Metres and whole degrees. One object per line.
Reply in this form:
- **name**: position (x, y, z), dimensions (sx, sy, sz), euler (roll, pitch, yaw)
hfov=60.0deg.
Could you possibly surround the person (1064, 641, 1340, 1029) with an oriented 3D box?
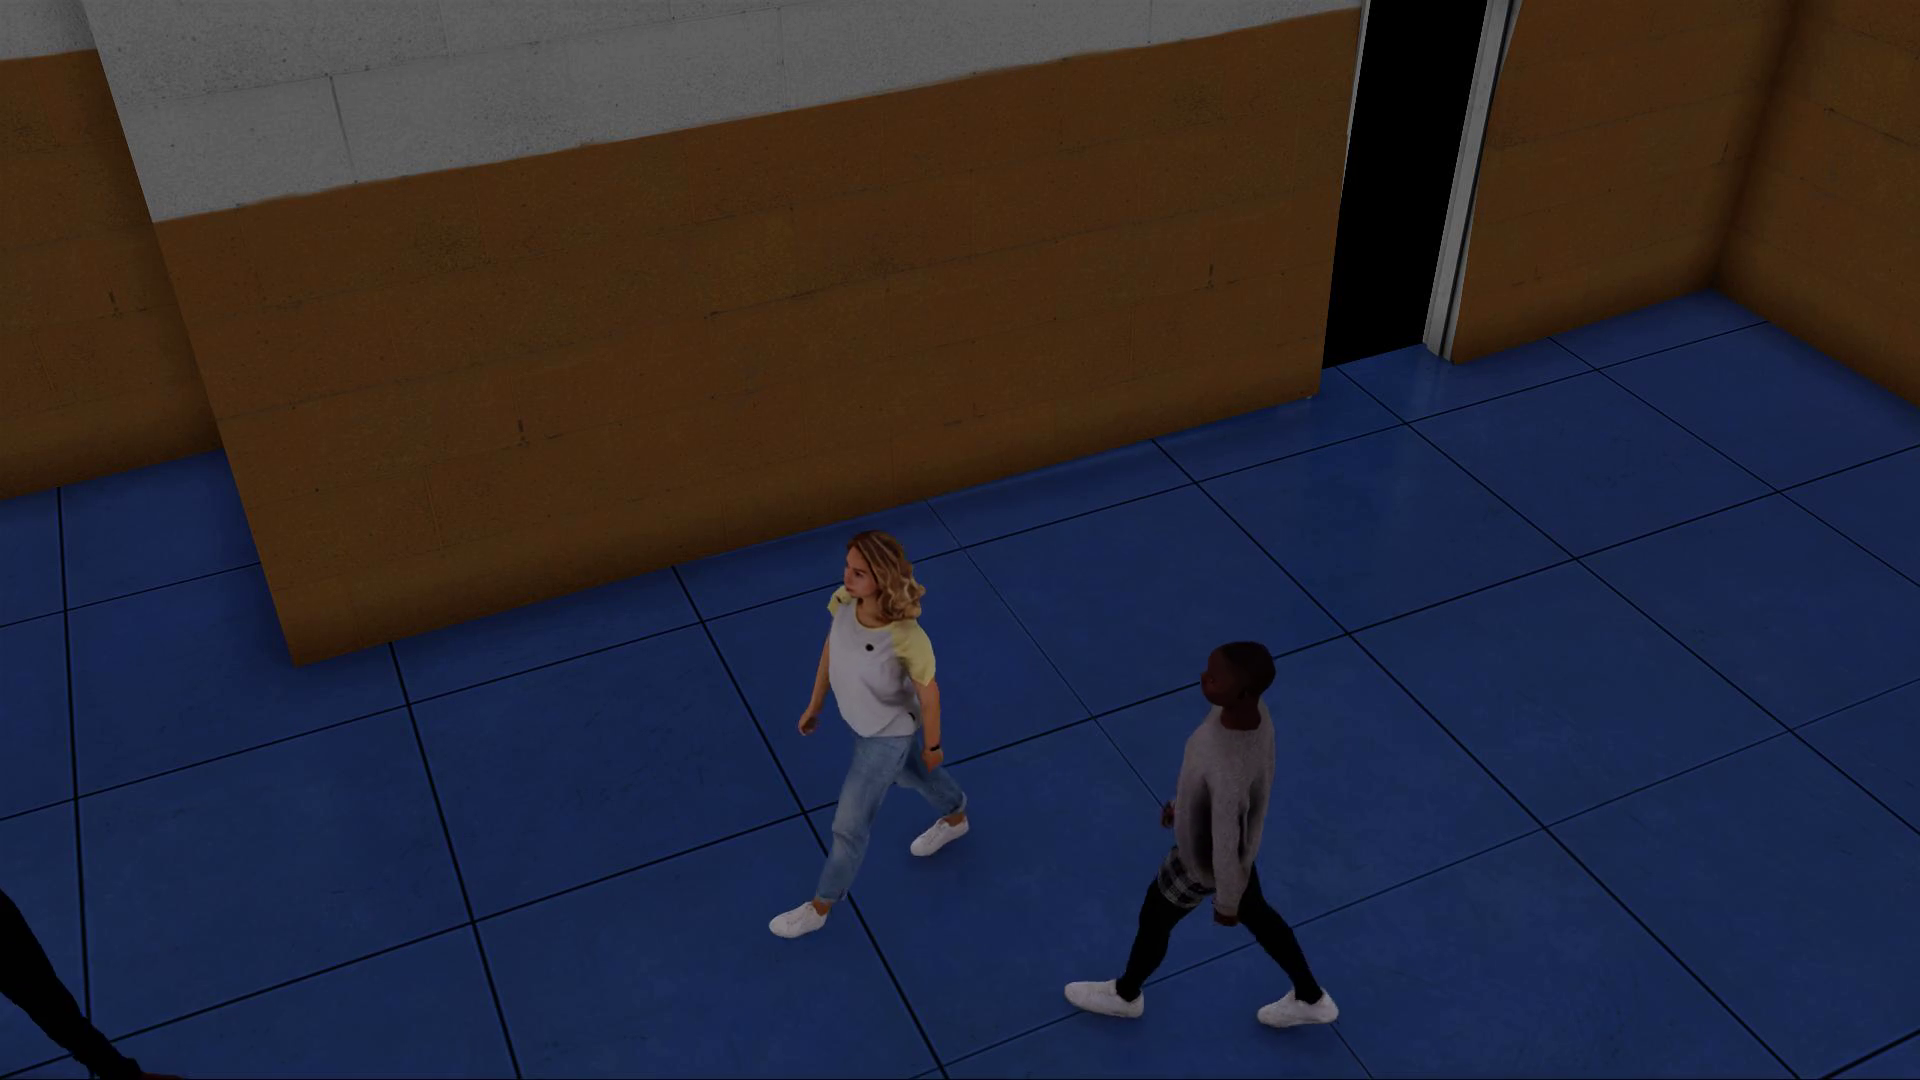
- **person**: position (0.932, 1.019, 5.396), dimensions (1.173, 1.734, 1.151), euler (10, 38, 13)

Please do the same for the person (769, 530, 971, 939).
- **person**: position (-0.207, 0.636, 5.955), dimensions (0.890, 1.660, 1.169), euler (-25, 43, -29)
